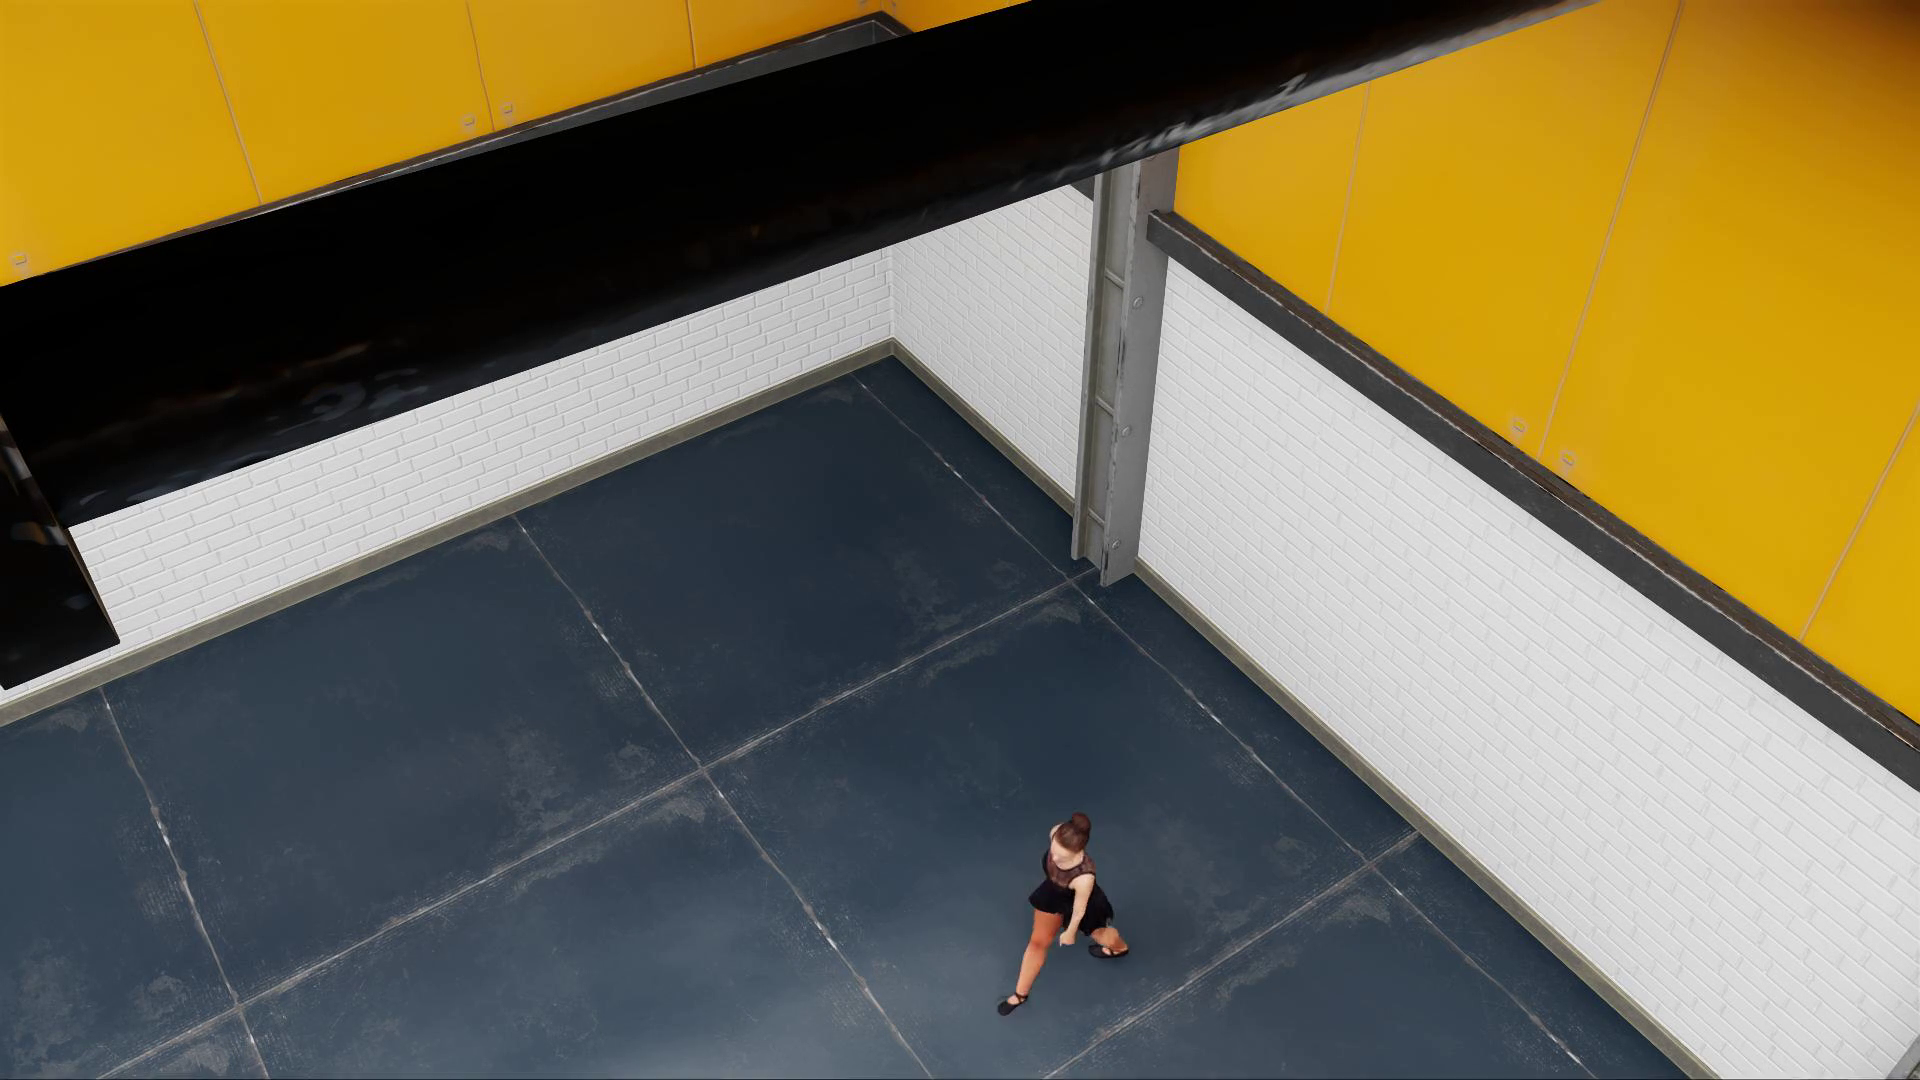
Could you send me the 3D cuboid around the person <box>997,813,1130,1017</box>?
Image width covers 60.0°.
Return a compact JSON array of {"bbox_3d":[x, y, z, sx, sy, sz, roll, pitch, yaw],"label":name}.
[{"bbox_3d":[0.673,1.948,9.079,0.784,1.616,1.075,-15,46,-15],"label":"person"}]
